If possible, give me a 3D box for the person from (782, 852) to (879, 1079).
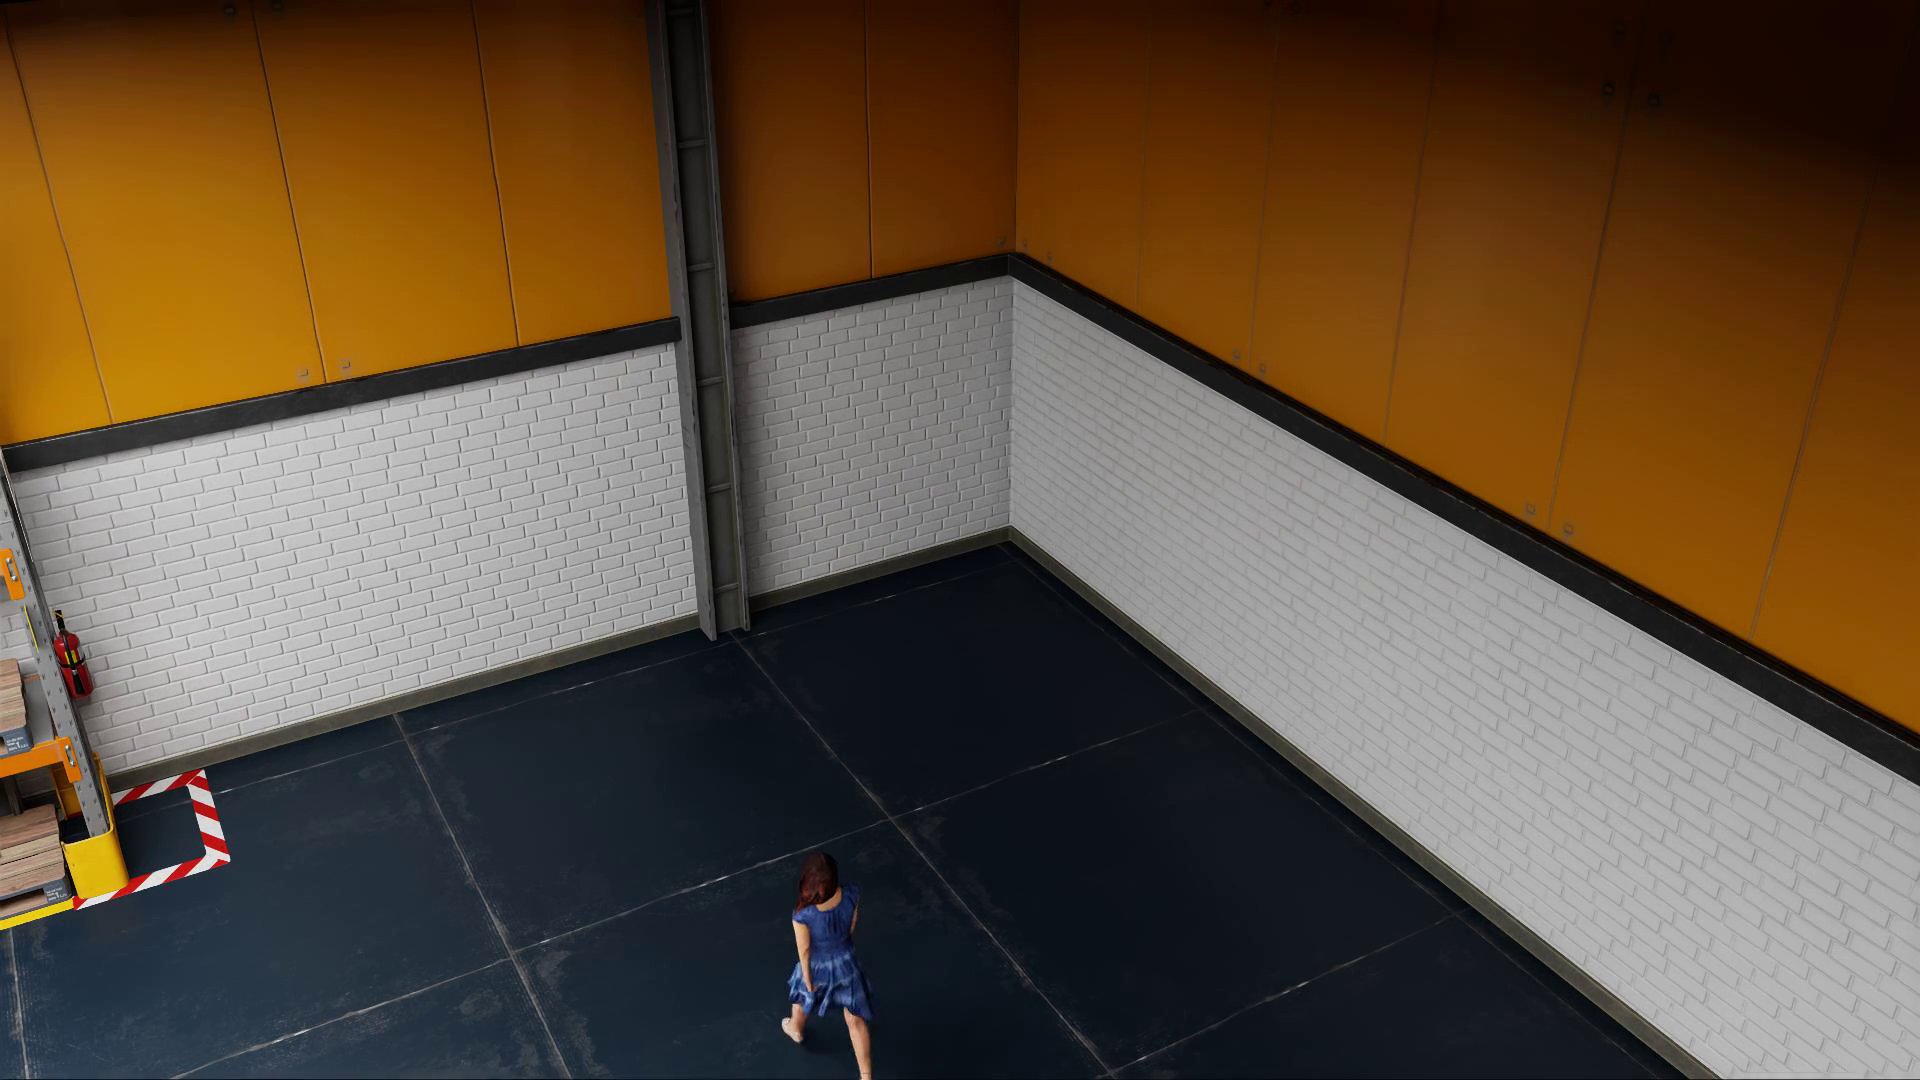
[{"bbox_3d":[-0.731,2.696,10.104,1.089,1.749,0.692,-16,33,-27],"label":"person"}]
